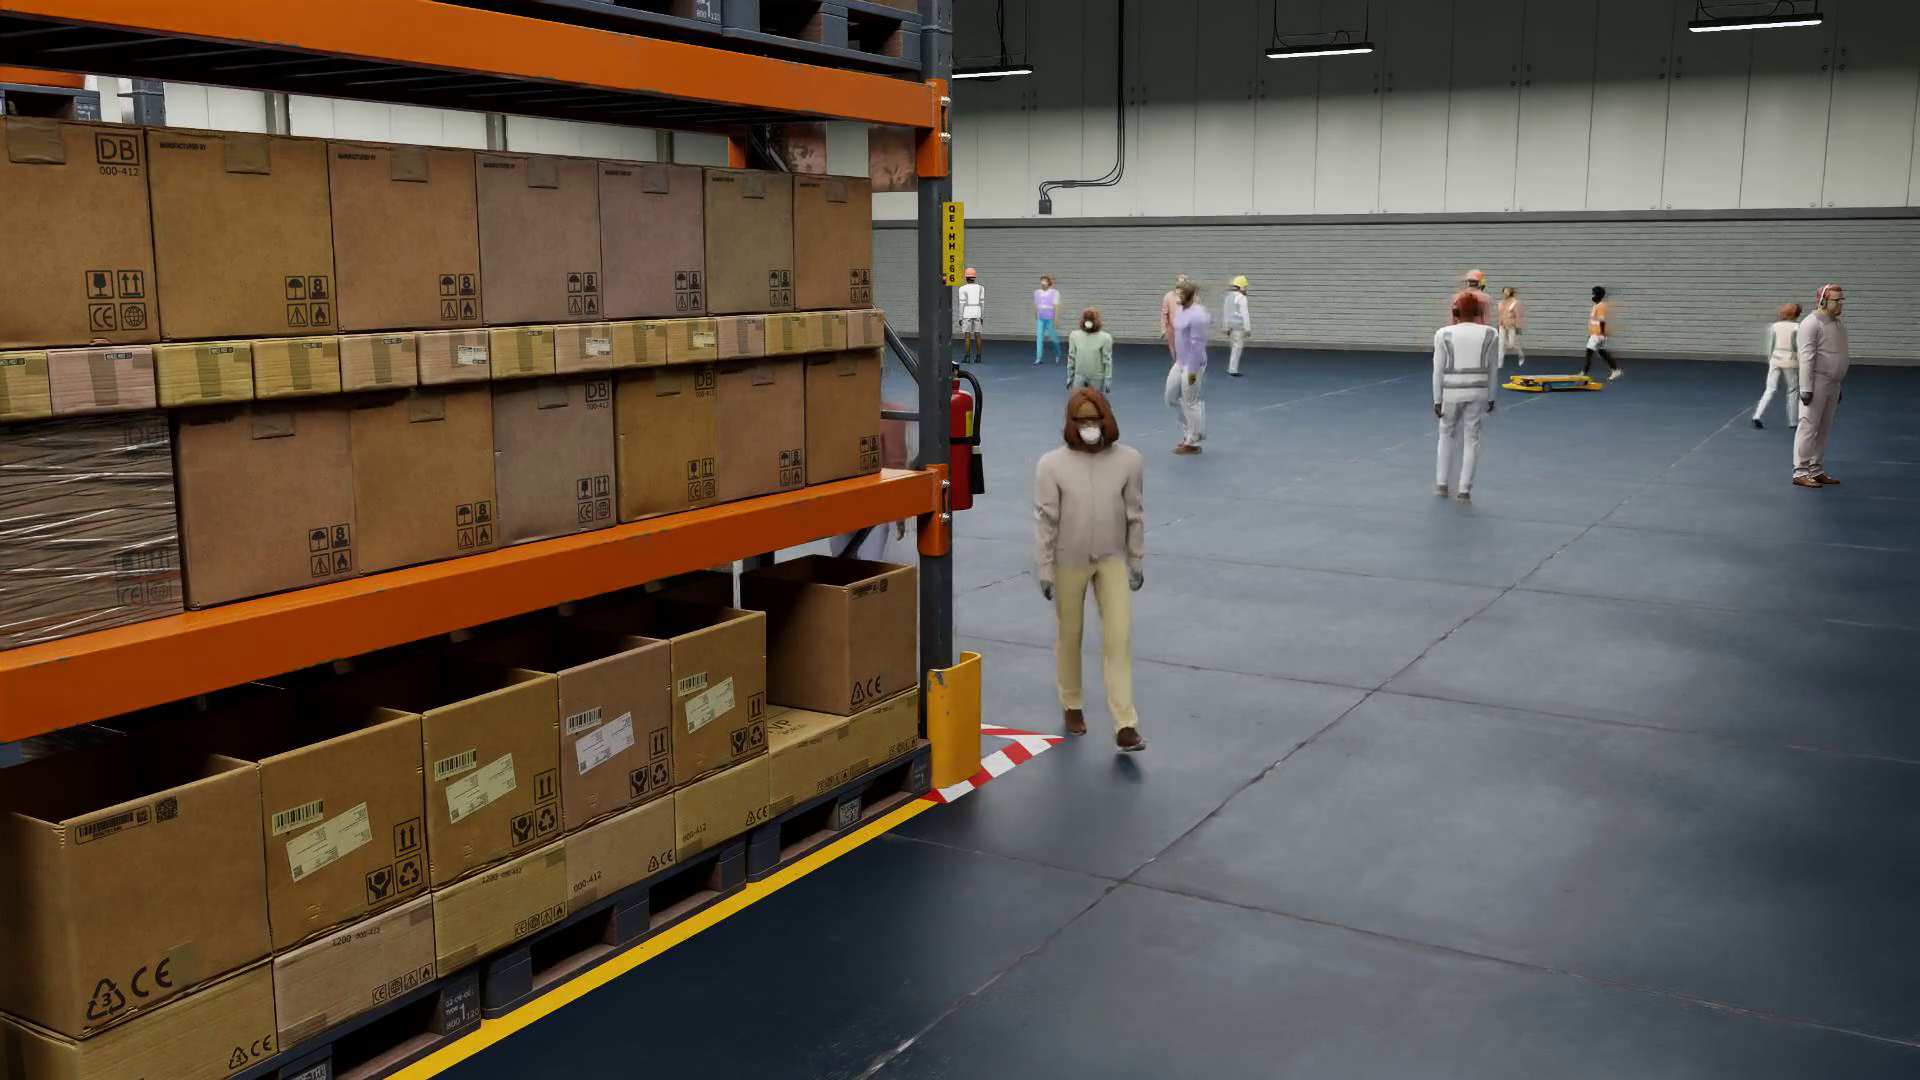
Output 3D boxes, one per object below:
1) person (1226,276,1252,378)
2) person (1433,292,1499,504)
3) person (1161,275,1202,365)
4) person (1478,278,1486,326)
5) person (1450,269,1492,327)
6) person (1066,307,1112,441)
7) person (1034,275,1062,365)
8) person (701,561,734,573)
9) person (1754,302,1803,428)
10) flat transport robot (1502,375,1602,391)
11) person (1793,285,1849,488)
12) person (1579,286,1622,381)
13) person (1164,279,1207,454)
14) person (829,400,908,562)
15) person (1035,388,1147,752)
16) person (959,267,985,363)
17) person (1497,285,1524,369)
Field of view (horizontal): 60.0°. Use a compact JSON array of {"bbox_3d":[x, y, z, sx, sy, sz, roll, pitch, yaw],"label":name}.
[{"bbox_3d":[4.991,-3.804,29.735,0.460,1.819,0.590,-3,10,-15],"label":"person"},{"bbox_3d":[4.495,-1.275,14.863,0.578,1.855,0.790,2,10,11],"label":"person"},{"bbox_3d":[3.688,-3.470,27.670,0.643,1.871,0.927,3,10,18],"label":"person"},{"bbox_3d":[10.208,-4.295,32.788,0.523,1.769,0.313,9,14,44],"label":"person"},{"bbox_3d":[7.723,-3.096,25.138,0.630,1.978,0.474,9,13,43],"label":"person"},{"bbox_3d":[1.416,-1.760,18.350,0.529,1.617,0.348,3,10,19],"label":"person"},{"bbox_3d":[1.789,-4.455,33.615,0.576,1.814,0.868,6,11,30],"label":"person"},{"bbox_3d":[-1.356,-0.113,8.255,0.630,1.793,0.982,1,10,8],"label":"person"},{"bbox_3d":[10.398,-2.204,21.023,0.824,1.608,0.538,-6,11,-32],"label":"person"},{"bbox_3d":[9.604,-2.555,26.969,1.431,0.197,0.652,-3,10,-16],"label":"flat transport robot"},{"bbox_3d":[8.174,-1.455,15.754,0.651,1.907,0.409,-7,12,-37],"label":"person"},{"bbox_3d":[11.180,-3.593,28.987,0.834,1.667,0.545,2,10,14],"label":"person"},{"bbox_3d":[2.494,-1.893,18.265,0.423,1.923,0.646,-3,10,-16],"label":"person"},{"bbox_3d":[-0.536,-0.148,8.546,0.540,1.752,0.361,6,11,29],"label":"person"},{"bbox_3d":[0.590,0.141,7.308,0.507,1.589,0.827,-1,10,-7],"label":"person"},{"bbox_3d":[0.229,-4.555,33.798,0.544,1.943,0.347,-4,10,-21],"label":"person"},{"bbox_3d":[10.653,-4.120,32.190,0.639,1.621,0.524,-8,12,-38],"label":"person"}]
